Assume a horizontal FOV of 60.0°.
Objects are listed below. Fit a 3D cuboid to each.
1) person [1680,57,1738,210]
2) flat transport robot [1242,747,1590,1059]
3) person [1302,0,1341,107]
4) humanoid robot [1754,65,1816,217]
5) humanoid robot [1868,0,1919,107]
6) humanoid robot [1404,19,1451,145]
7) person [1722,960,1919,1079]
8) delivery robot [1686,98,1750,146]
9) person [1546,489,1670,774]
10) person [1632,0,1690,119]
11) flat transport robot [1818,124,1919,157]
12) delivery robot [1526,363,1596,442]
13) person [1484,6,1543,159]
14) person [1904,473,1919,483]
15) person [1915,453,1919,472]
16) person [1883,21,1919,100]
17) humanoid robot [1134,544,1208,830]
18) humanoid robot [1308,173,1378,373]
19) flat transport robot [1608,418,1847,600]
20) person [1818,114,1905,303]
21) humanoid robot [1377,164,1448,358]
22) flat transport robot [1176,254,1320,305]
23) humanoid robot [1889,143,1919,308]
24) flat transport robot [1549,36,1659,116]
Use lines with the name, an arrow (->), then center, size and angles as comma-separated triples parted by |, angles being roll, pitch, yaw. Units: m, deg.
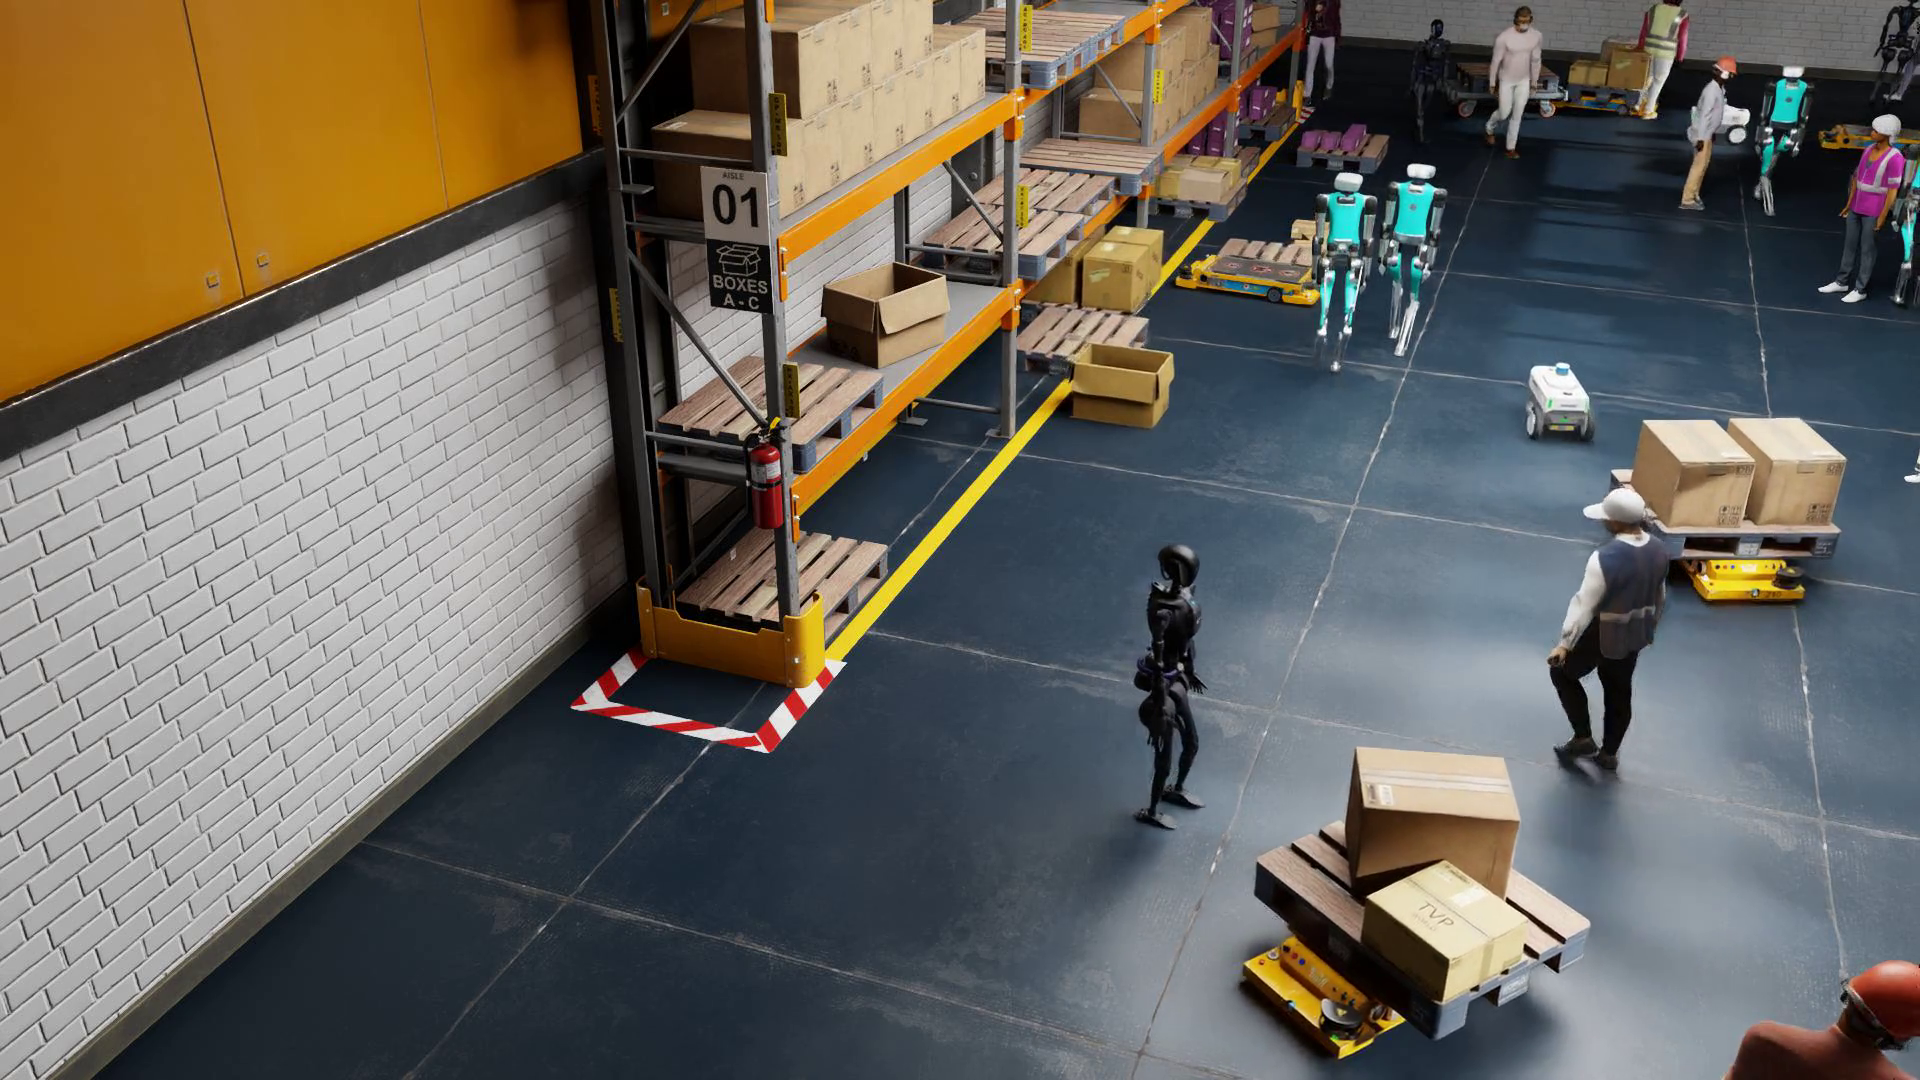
person -> 8.694, -4.739, 19.353 | 0.389, 1.726, 0.591 | 15, 31, 26
flat transport robot -> 2.117, 1.950, 7.967 | 1.431, 0.231, 0.659 | -16, 31, -28
person -> 5.225, -7.303, 24.123 | 0.543, 1.911, 0.839 | 11, 29, 21
humanoid robot -> 9.478, -4.682, 19.302 | 0.550, 1.761, 1.010 | 9, 29, 18
humanoid robot -> 13.555, -7.106, 24.010 | 0.611, 1.652, 0.367 | 19, 33, 32
humanoid robot -> 6.188, -6.068, 22.021 | 0.594, 1.633, 0.765 | -7, 28, -13
person -> 2.847, 2.181, 5.684 | 0.641, 1.951, 0.440 | 14, 30, 25
delivery robot -> 10.215, -5.616, 22.350 | 0.816, 0.612, 0.499 | 8, 28, 15
person -> 3.559, 0.513, 9.152 | 0.831, 1.734, 0.497 | -12, 30, -22
person -> 9.789, -6.787, 23.223 | 0.430, 1.824, 0.645 | -22, 34, -36
flat transport robot -> 12.178, -5.286, 22.003 | 1.431, 0.231, 0.659 | 10, 29, 18
delivery robot -> 4.915, -1.167, 13.676 | 0.499, 0.570, 0.747 | 2, 27, 4
person -> 7.114, -5.918, 21.443 | 0.646, 1.918, 0.599 | -4, 28, -7
person -> 7.478, -1.097, 12.386 | 0.289, 1.632, 0.496 | -2, 27, -3
person -> 7.690, -1.334, 12.716 | 0.329, 1.750, 0.571 | 20, 34, 34
person -> 14.076, -7.166, 24.192 | 0.785, 1.596, 0.499 | 18, 32, 31
humanoid robot -> 1.140, 0.776, 8.700 | 0.405, 1.649, 0.603 | 11, 29, 21
humanoid robot -> 3.312, -2.227, 14.542 | 0.542, 1.865, 0.661 | 6, 28, 11
flat transport robot -> 5.316, 0.006, 11.739 | 0.659, 0.231, 1.431 | 0, 27, 0
person -> 8.915, -3.255, 16.342 | 0.326, 1.845, 0.514 | -6, 28, -12
humanoid robot -> 4.137, -2.615, 15.246 | 0.552, 1.782, 0.879 | 11, 29, 20
flat transport robot -> 2.982, -2.658, 16.906 | 1.431, 0.231, 0.659 | 13, 30, 23
humanoid robot -> 9.336, -3.026, 16.102 | 0.541, 1.878, 0.670 | 7, 28, 14
flat transport robot -> 9.313, -6.351, 24.069 | 1.431, 0.231, 0.659 | 13, 30, 24
